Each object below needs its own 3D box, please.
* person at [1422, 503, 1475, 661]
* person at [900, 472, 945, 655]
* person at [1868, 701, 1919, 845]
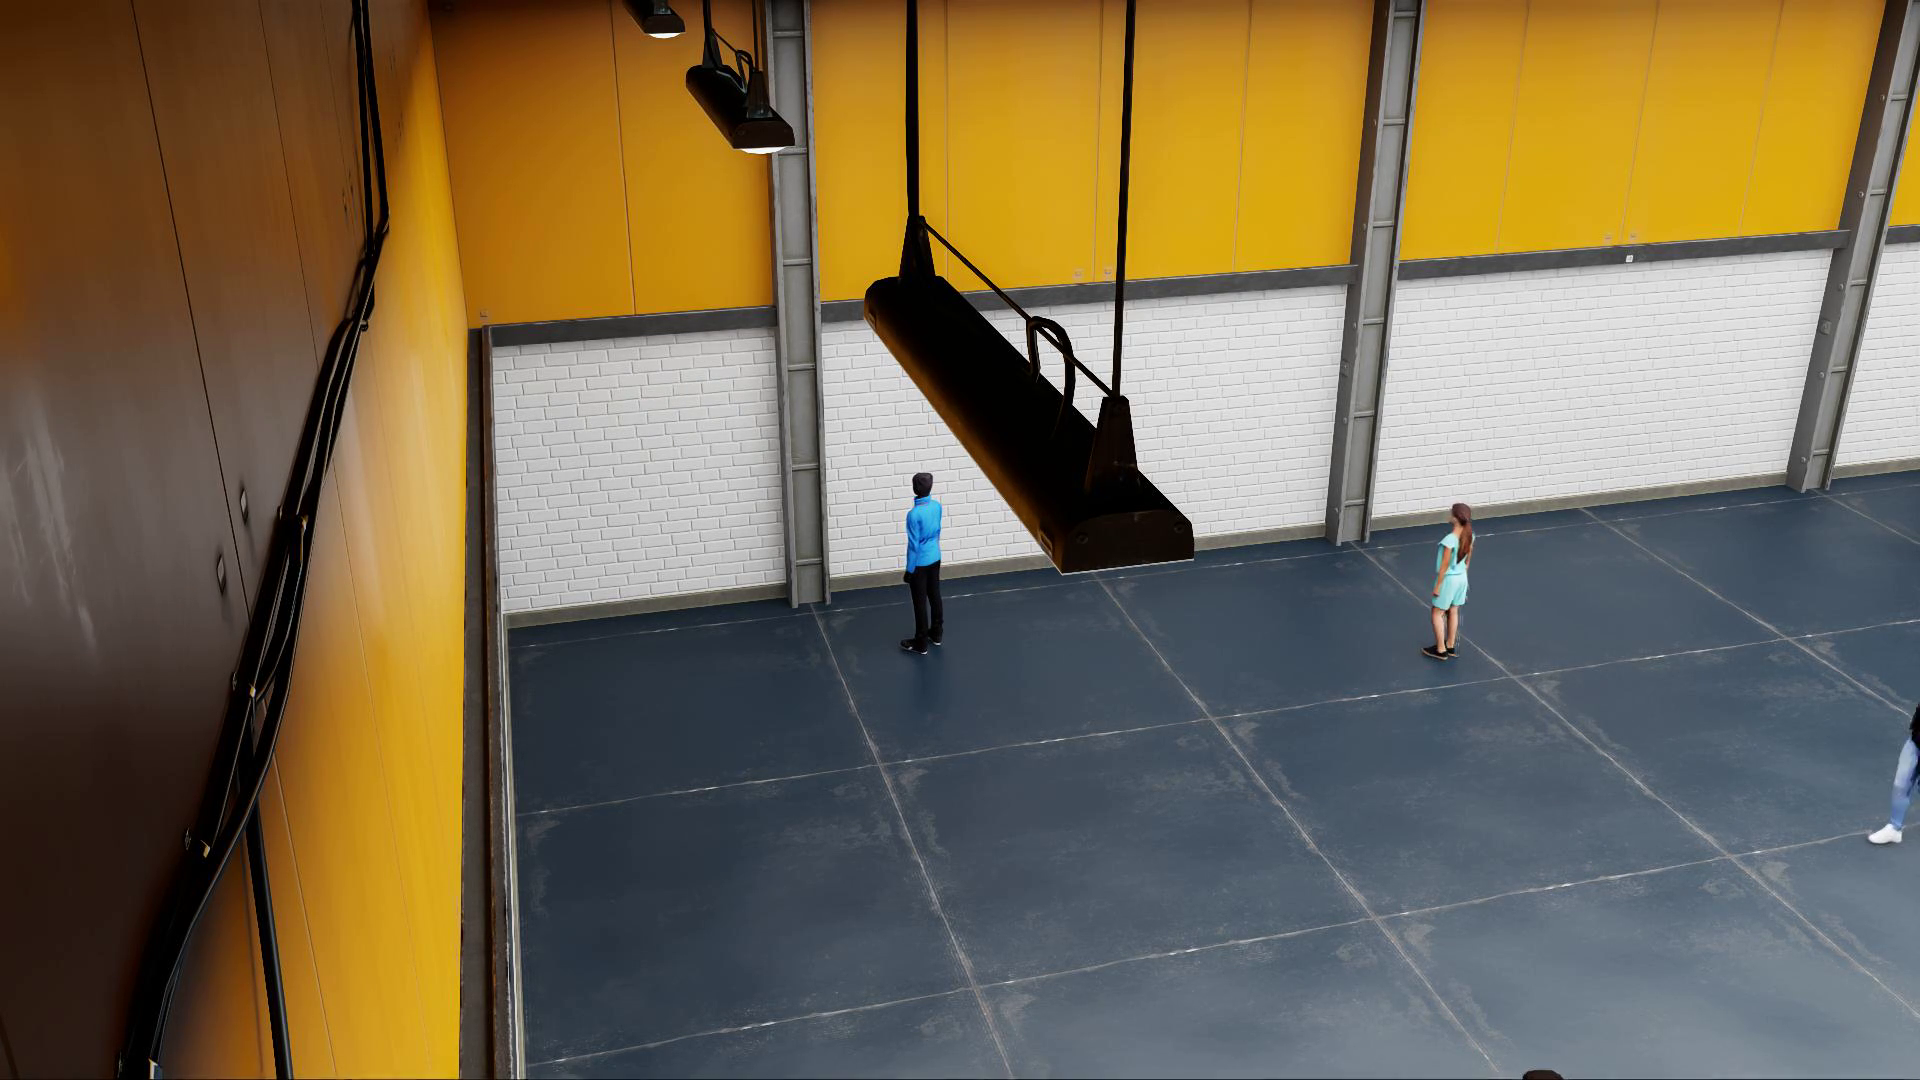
[{"bbox_3d":[4.585,0.382,15.466,0.577,1.556,0.695,-13,27,-28],"label":"person"},{"bbox_3d":[-0.324,0.203,15.578,0.756,1.794,0.675,16,29,33],"label":"person"},{"bbox_3d":[7.402,1.614,12.574,0.975,1.614,0.711,-3,24,-6],"label":"person"}]
